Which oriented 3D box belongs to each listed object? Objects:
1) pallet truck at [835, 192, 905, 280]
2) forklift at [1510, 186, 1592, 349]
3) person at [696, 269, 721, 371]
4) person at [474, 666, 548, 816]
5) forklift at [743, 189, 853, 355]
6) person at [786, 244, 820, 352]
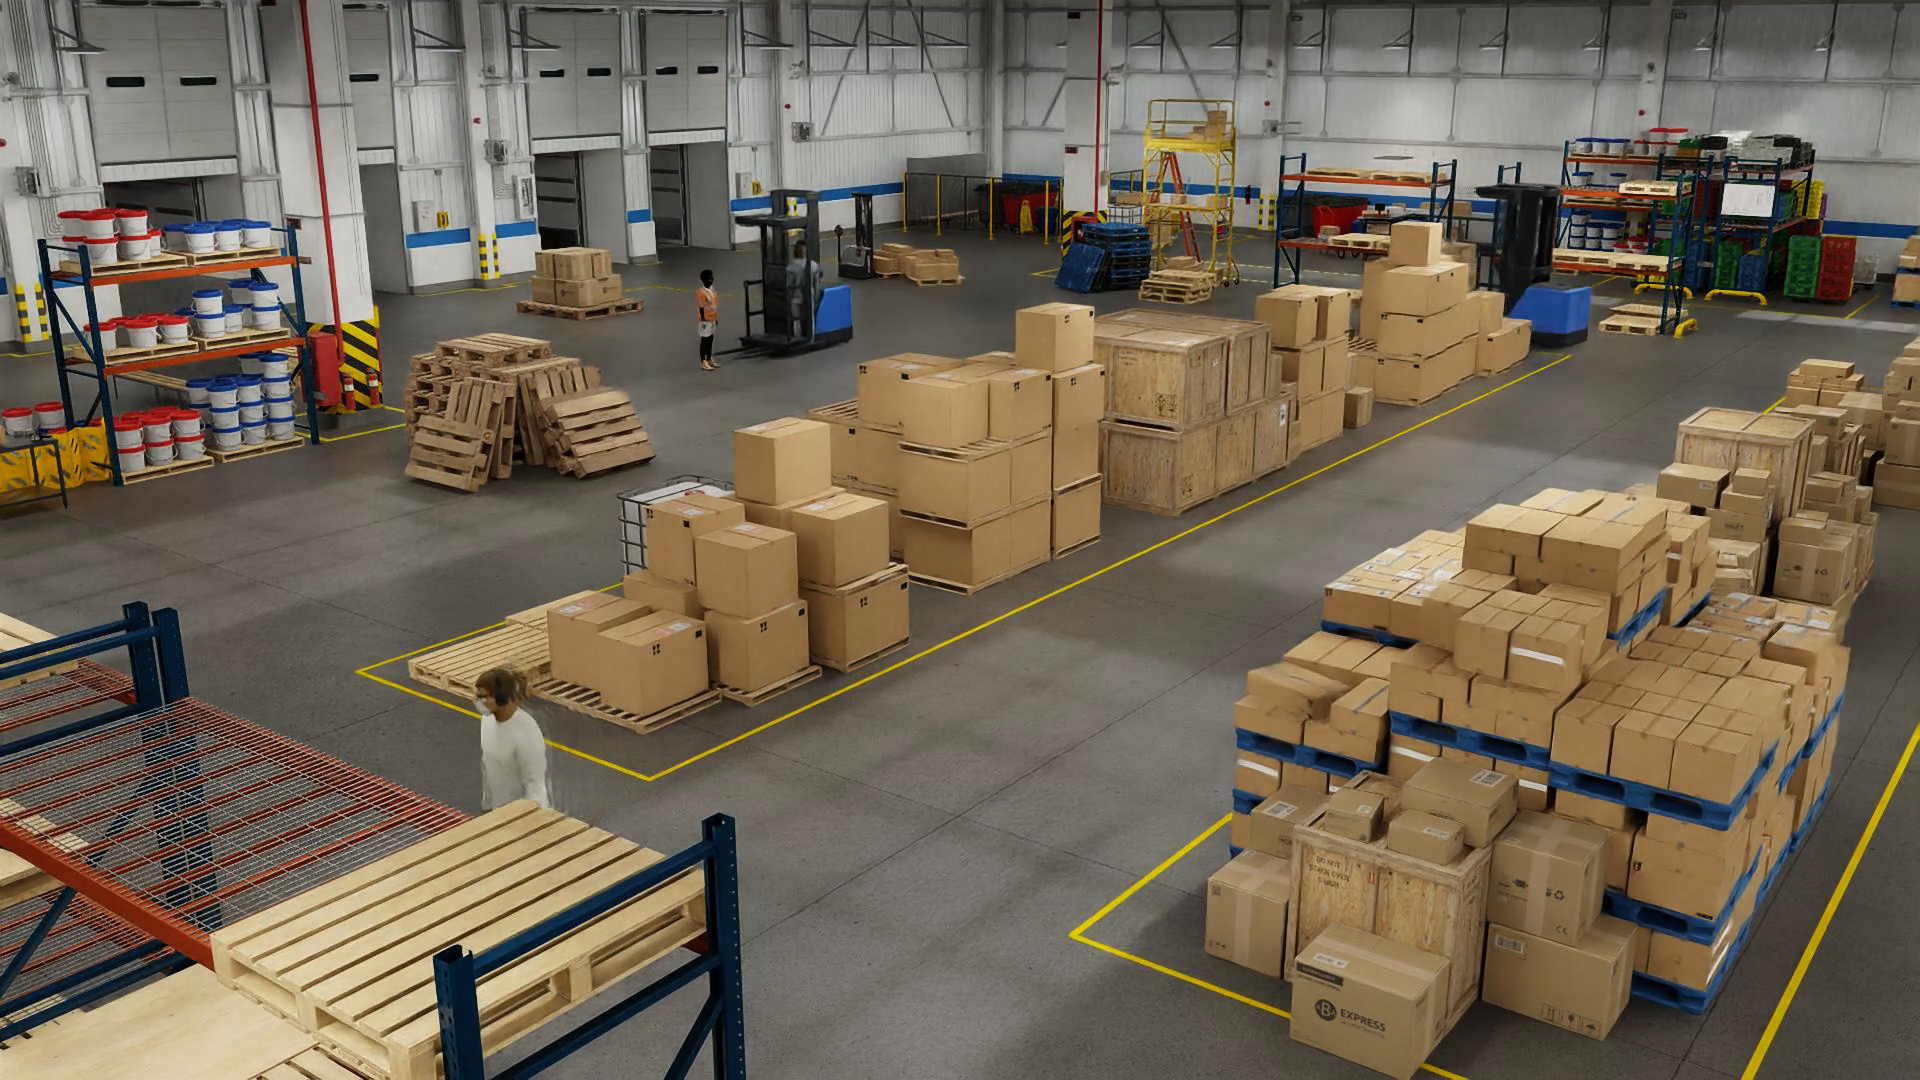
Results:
[{"bbox_3d":[-1.936,-7.159,38.982,1.885,1.965,0.823,-12,21,-34],"label":"pallet truck"},{"bbox_3d":[10.523,-5.030,30.430,1.129,2.768,1.873,-16,23,-42],"label":"forklift"},{"bbox_3d":[-4.256,-3.721,28.109,0.319,1.697,0.533,5,17,16],"label":"person"},{"bbox_3d":[-2.690,1.638,10.057,0.983,1.884,0.642,-12,21,-35],"label":"person"},{"bbox_3d":[-2.907,-4.881,29.937,1.129,2.768,1.873,12,21,35],"label":"forklift"},{"bbox_3d":[-2.803,-4.305,29.662,0.634,1.929,0.387,-9,19,-26],"label":"person"}]
